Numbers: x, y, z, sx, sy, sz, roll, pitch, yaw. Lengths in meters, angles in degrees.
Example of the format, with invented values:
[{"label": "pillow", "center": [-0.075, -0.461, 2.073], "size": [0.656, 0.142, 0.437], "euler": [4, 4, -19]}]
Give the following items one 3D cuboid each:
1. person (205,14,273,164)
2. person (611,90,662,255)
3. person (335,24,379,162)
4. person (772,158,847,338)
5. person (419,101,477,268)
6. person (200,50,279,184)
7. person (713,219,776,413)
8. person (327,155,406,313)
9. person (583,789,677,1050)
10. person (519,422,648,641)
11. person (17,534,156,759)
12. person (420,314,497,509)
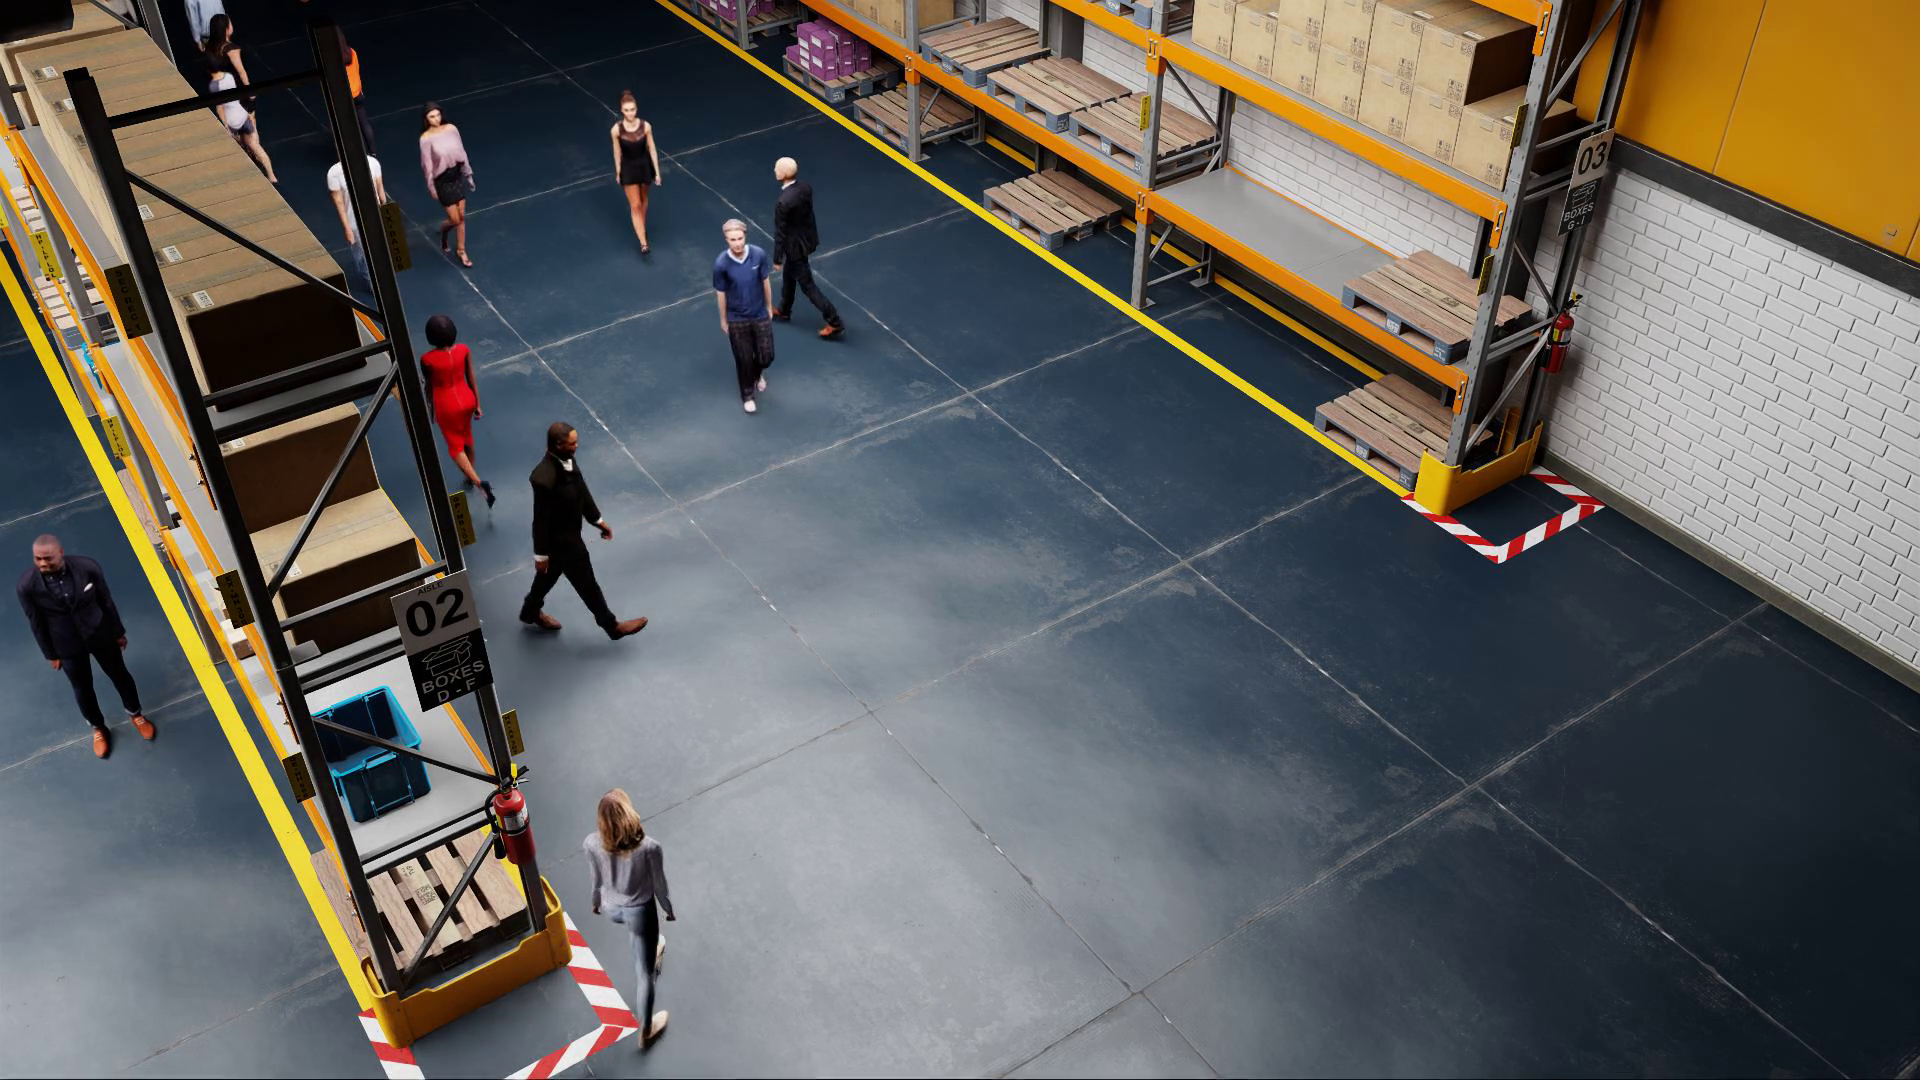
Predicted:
[{"label": "person", "center": [-8.076, -5.015, 18.556], "size": [0.671, 1.717, 0.796], "euler": [22, 43, 25]}, {"label": "person", "center": [-3.344, -3.838, 17.143], "size": [0.761, 1.641, 1.092], "euler": [-13, 40, -15]}, {"label": "person", "center": [-6.756, -4.867, 18.345], "size": [0.653, 1.749, 0.680], "euler": [26, 45, 29]}, {"label": "person", "center": [-1.445, -2.724, 15.646], "size": [1.290, 1.768, 1.088], "euler": [15, 41, 17]}, {"label": "person", "center": [-5.191, -3.579, 16.691], "size": [0.807, 1.800, 0.744], "euler": [24, 45, 27]}, {"label": "person", "center": [-7.874, -4.570, 18.162], "size": [1.095, 1.513, 0.930], "euler": [12, 40, 15]}, {"label": "person", "center": [-1.911, -2.018, 14.693], "size": [0.761, 1.854, 0.808], "euler": [-13, 40, -16]}, {"label": "person", "center": [-5.810, -3.125, 16.114], "size": [0.737, 1.810, 1.187], "euler": [-20, 43, -23]}, {"label": "person", "center": [-1.913, 2.192, 9.501], "size": [1.031, 1.754, 1.079], "euler": [10, 40, 12]}, {"label": "person", "center": [-3.018, -0.048, 12.240], "size": [1.288, 1.837, 1.294], "euler": [6, 39, 7]}, {"label": "person", "center": [-5.975, 0.676, 11.349], "size": [0.682, 1.817, 0.590], "euler": [-22, 43, -25]}, {"label": "person", "center": [-4.077, -1.011, 13.538], "size": [0.627, 1.722, 0.997], "euler": [-27, 46, -30]}]
